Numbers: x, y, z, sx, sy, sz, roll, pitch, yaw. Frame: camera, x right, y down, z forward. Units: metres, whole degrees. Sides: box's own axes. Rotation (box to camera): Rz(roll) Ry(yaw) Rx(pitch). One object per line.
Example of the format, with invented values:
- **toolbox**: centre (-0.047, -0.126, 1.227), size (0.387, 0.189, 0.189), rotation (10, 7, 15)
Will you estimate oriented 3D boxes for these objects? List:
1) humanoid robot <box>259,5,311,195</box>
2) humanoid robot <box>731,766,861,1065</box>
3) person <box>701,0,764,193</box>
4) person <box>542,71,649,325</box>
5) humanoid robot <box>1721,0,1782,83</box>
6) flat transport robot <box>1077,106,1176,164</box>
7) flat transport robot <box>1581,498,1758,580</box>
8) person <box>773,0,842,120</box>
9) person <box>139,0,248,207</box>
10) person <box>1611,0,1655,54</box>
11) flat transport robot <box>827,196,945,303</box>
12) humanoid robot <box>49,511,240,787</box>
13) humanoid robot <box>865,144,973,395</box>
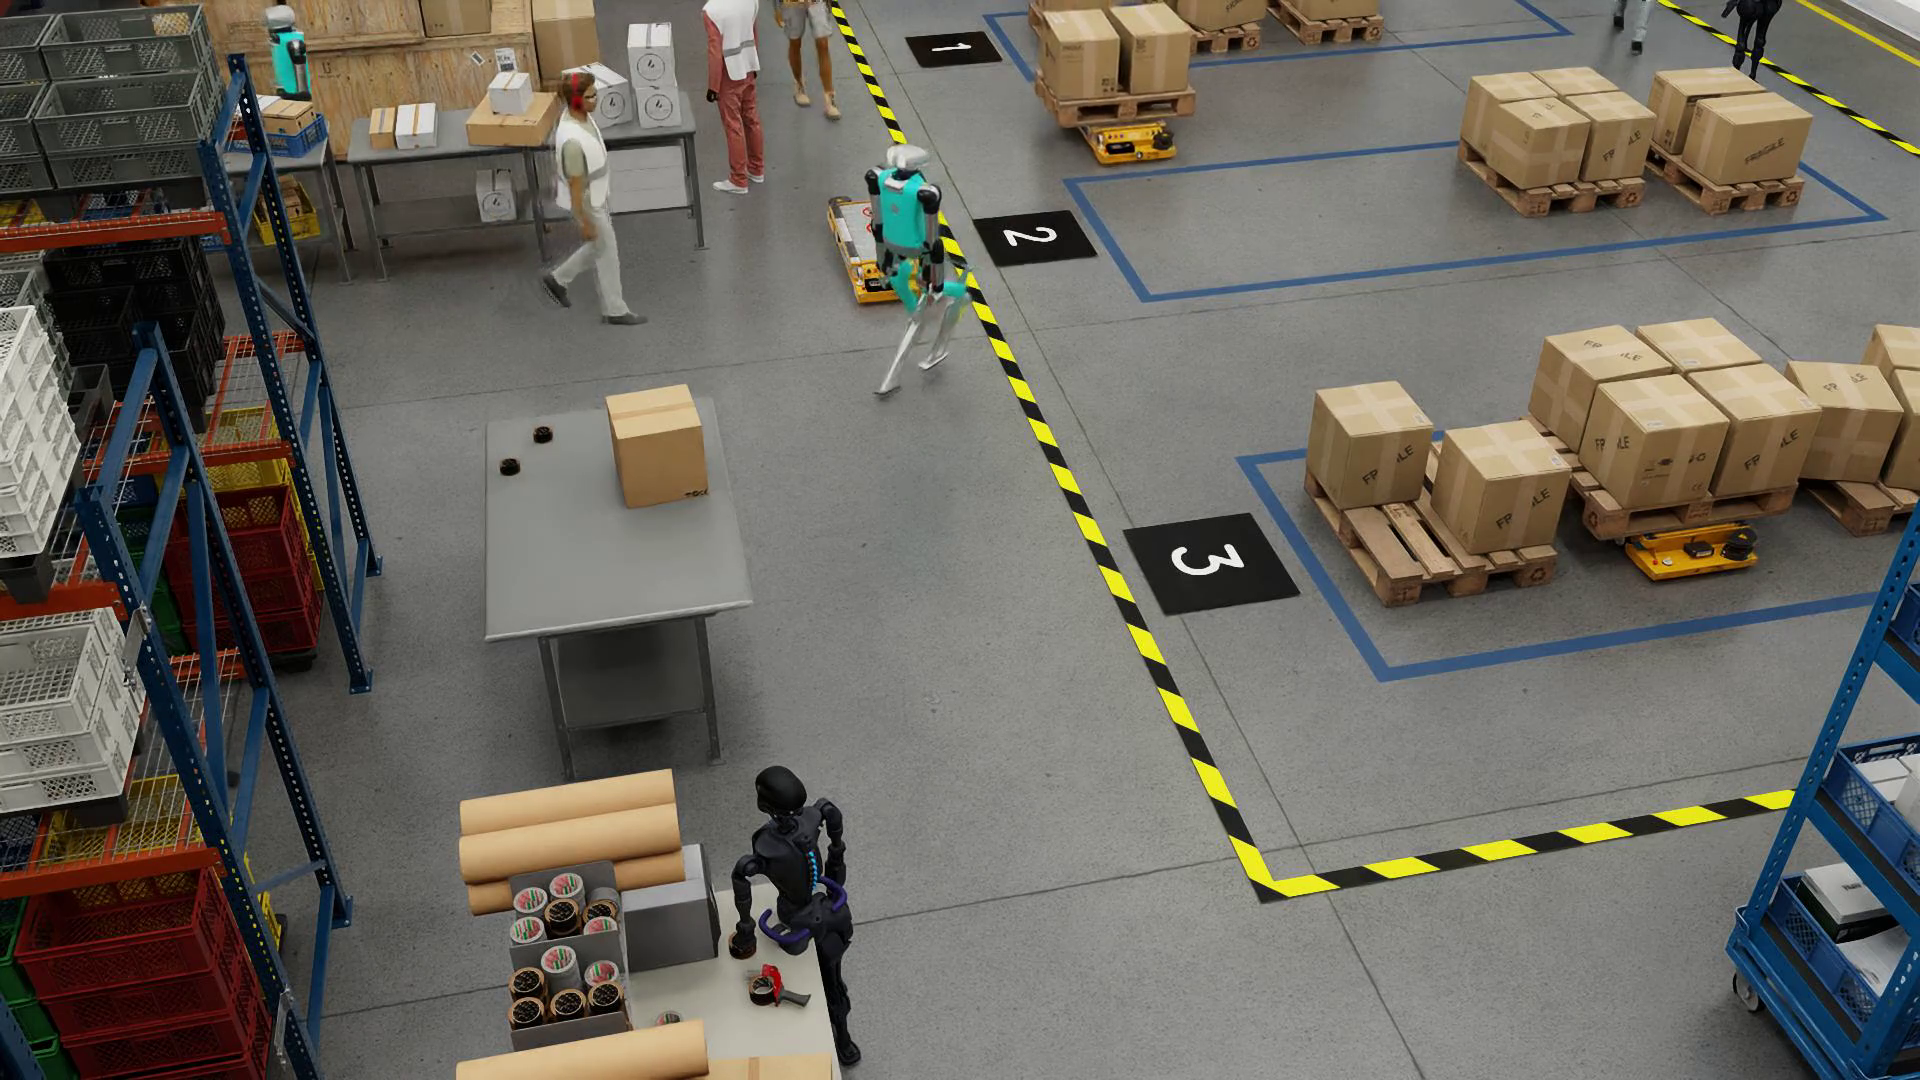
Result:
- **humanoid robot**: centre (-5.142, -3.017, 12.418), size (0.801, 1.802, 0.534), rotation (-23, 42, -28)
- **humanoid robot**: centre (-0.626, 1.501, 6.344), size (0.315, 1.657, 0.599), rotation (29, 45, 33)
- **person**: centre (-1.781, -3.682, 13.118), size (0.393, 1.922, 0.589), rotation (19, 41, 24)
- **person**: centre (-2.568, -2.303, 11.342), size (0.653, 1.832, 0.572), rotation (-2, 37, -3)
- **humanoid robot**: centre (7.166, -4.881, 14.923), size (0.599, 1.655, 0.315), rotation (-15, 39, -19)
- **flat transport robot**: centre (1.345, -3.672, 14.466), size (0.652, 0.197, 1.431), rotation (-8, 37, -10)
- **flat transport robot**: centre (4.062, -0.294, 9.926), size (0.652, 0.197, 1.431), rotation (-8, 37, -10)
- **person**: centre (-1.320, -4.615, 14.309), size (0.611, 2.004, 0.943), rotation (-10, 38, -13)
- **person**: centre (-5.994, -3.504, 12.900), size (0.814, 1.903, 0.562), rotation (1, 37, 1)
- **person**: centre (6.572, -5.653, 15.872), size (0.591, 1.800, 0.873), rotation (9, 38, 12)
- **flat transport robot**: centre (-0.570, -2.220, 12.538), size (0.659, 0.231, 1.431), rotation (-8, 37, -10)
- **humanoid robot**: centre (-3.911, 0.547, 7.681), size (0.789, 1.623, 0.599), rotation (8, 37, 10)
- **humanoid robot**: centre (-0.220, -1.769, 10.704), size (0.545, 1.769, 0.899), rotation (23, 42, 28)
